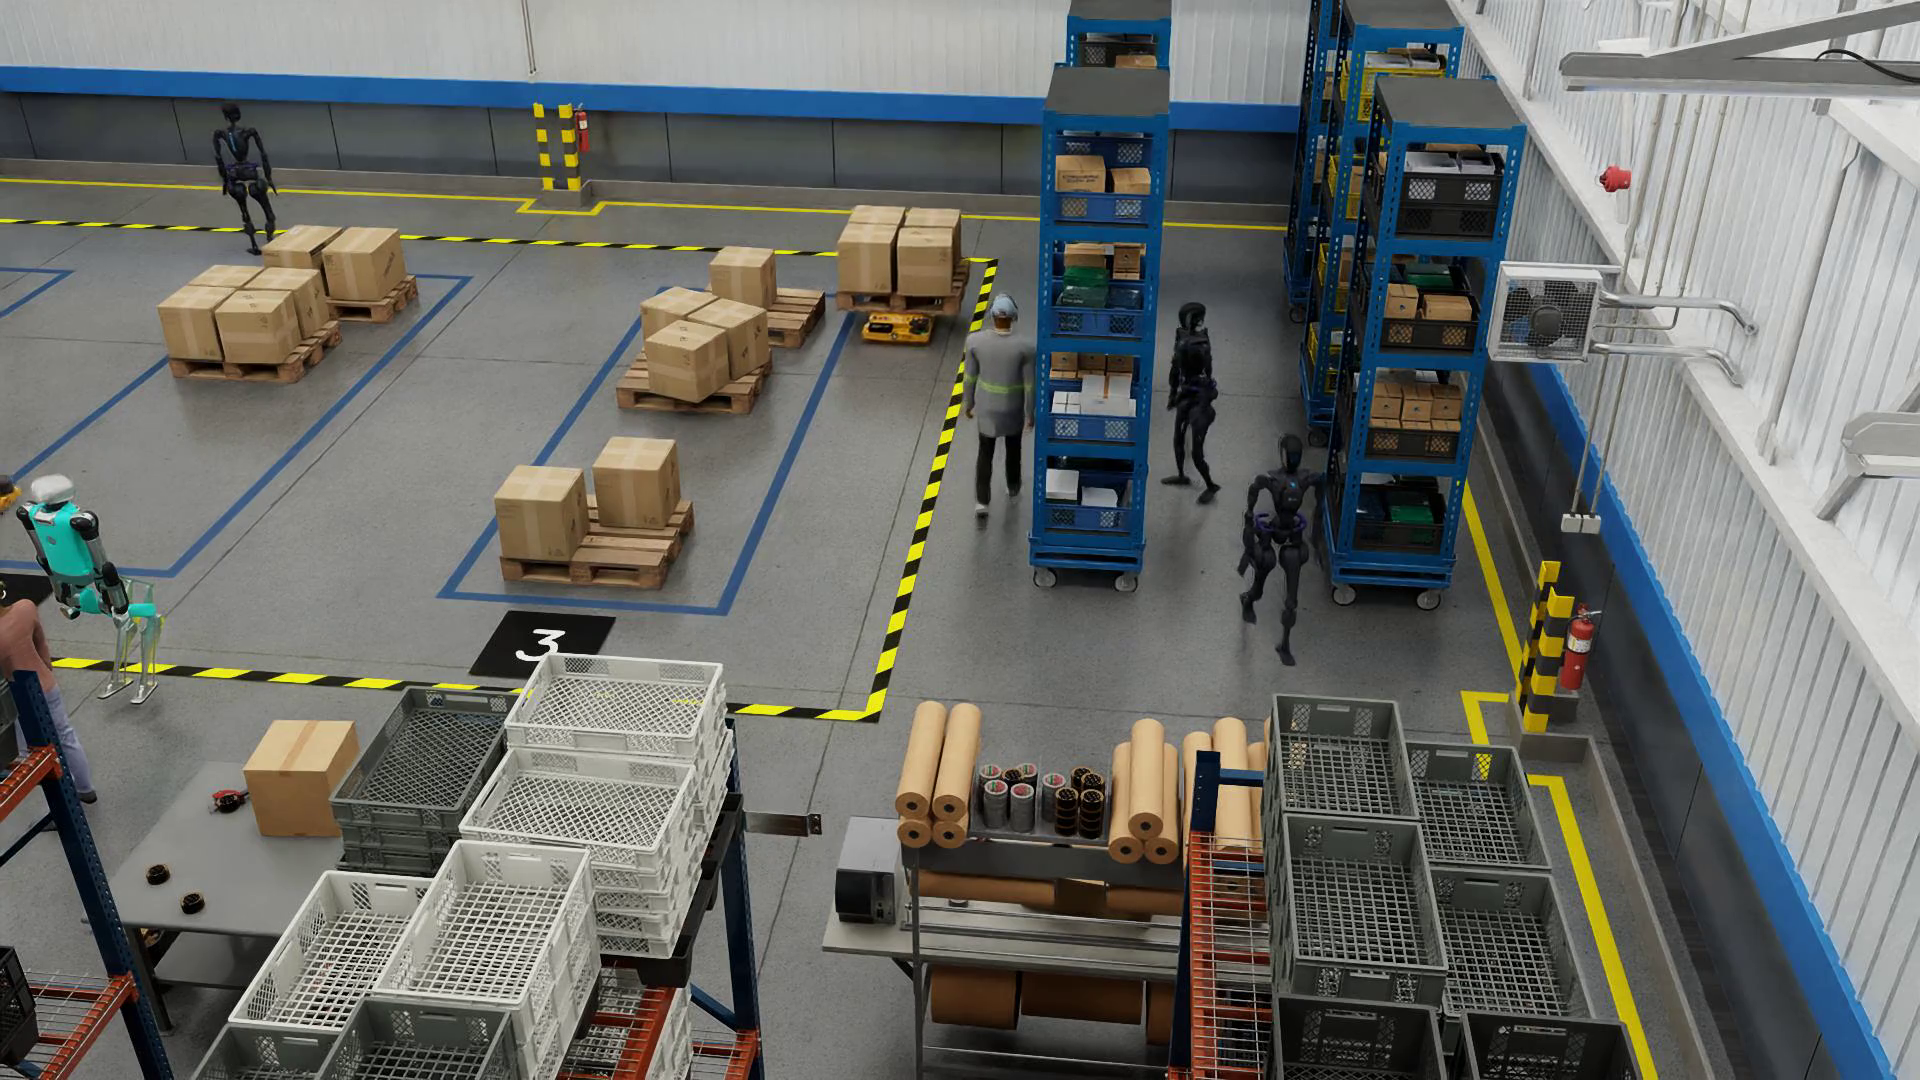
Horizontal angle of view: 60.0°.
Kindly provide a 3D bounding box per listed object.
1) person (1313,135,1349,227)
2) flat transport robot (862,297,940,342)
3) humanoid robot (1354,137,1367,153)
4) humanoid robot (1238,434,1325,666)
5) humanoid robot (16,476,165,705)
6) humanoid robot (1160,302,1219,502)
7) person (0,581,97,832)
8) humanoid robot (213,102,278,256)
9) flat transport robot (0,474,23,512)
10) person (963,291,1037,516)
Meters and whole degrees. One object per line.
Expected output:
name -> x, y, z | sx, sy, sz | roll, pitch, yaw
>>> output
person -> 4.010, -4.037, 18.038 | 0.378, 1.844, 0.568 | 6, 31, 10
flat transport robot -> -0.554, -2.369, 16.715 | 0.652, 0.197, 1.431 | 3, 30, 6
humanoid robot -> 4.271, -3.977, 18.110 | 0.461, 1.647, 0.593 | 6, 31, 11
humanoid robot -> 2.181, -0.007, 11.329 | 0.597, 1.639, 0.749 | -3, 30, -6
humanoid robot -> -5.443, 0.253, 10.646 | 0.533, 1.677, 0.735 | 8, 31, 14
humanoid robot -> 1.870, -1.120, 13.193 | 0.388, 1.637, 0.590 | -13, 33, -22
person -> -5.427, 0.909, 9.629 | 0.325, 1.761, 0.522 | 5, 31, 8
humanoid robot -> -7.699, -3.859, 17.908 | 0.619, 1.647, 0.455 | 0, 30, 0
flat transport robot -> -8.330, -0.326, 13.206 | 1.431, 0.197, 0.652 | 3, 30, 6
person -> 0.326, -1.070, 12.957 | 0.596, 1.857, 0.440 | 5, 31, 9
